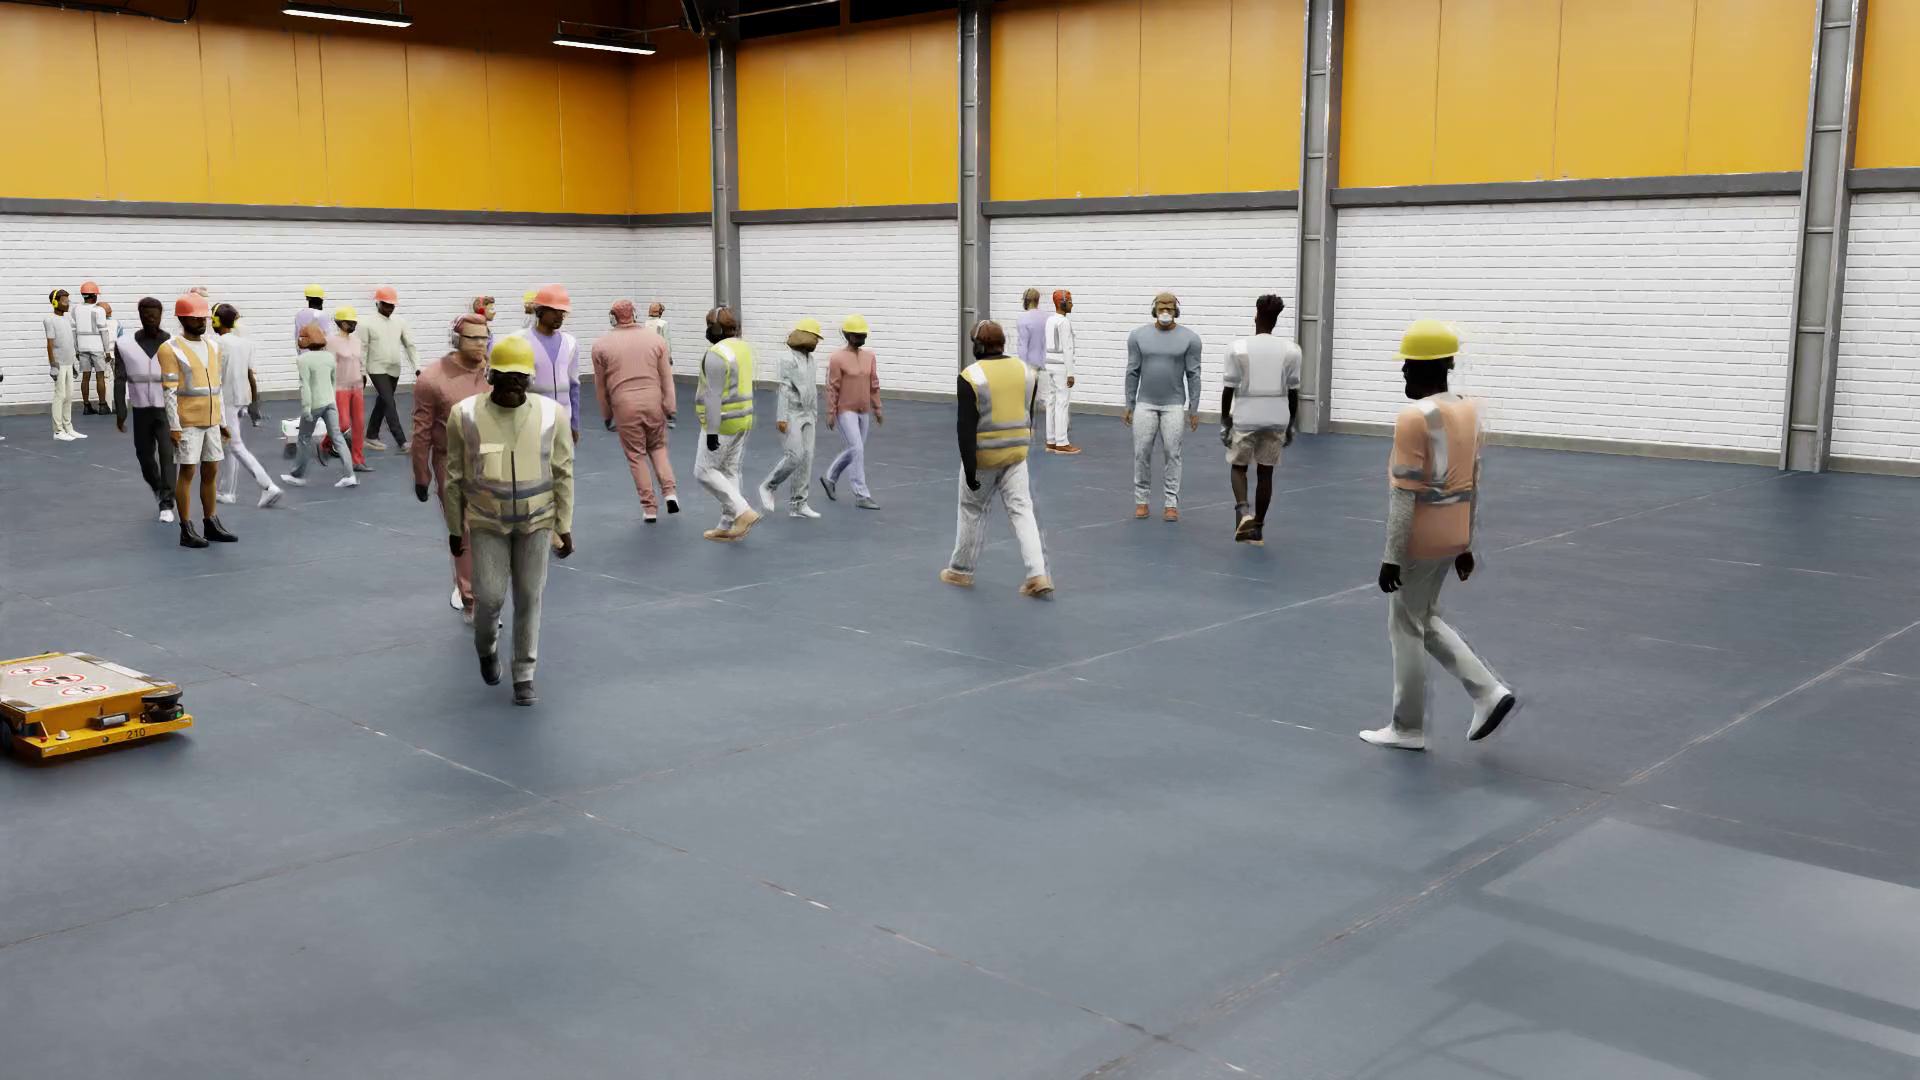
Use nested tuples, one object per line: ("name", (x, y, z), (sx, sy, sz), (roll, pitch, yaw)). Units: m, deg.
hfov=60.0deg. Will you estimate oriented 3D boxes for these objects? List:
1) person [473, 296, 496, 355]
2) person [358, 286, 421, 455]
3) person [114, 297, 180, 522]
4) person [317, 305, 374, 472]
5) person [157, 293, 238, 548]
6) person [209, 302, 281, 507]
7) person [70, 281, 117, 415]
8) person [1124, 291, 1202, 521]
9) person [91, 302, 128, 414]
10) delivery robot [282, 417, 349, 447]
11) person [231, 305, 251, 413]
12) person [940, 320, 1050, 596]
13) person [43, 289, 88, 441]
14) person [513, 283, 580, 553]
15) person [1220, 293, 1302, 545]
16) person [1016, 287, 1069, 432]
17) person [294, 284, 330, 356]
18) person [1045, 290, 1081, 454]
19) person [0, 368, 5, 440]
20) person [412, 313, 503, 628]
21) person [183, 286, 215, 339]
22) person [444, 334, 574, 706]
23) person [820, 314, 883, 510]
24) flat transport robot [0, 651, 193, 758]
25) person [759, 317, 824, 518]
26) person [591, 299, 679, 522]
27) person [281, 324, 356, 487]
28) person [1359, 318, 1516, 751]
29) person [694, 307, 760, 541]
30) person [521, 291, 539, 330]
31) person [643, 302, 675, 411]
("person", (-5.084, -1.671, 17.691), (0.433, 1.834, 0.561), (-2, 9, -10))
("person", (-6.611, -1.953, 19.168), (1.068, 1.938, 0.619), (7, 11, 35))
("person", (-6.847, -1.124, 14.172), (0.606, 1.898, 0.813), (-3, 10, -19))
("person", (-6.435, -1.569, 17.314), (0.529, 1.749, 0.535), (4, 10, 23))
("person", (-5.829, -0.916, 12.748), (0.358, 1.938, 0.542), (4, 10, 22))
("person", (-6.459, -1.203, 14.841), (0.911, 1.837, 0.521), (3, 10, 17))
("person", (-12.599, -2.781, 24.178), (0.551, 1.935, 0.375), (1, 9, 8))
("person", (1.705, -1.125, 14.024), (0.639, 1.937, 0.373), (2, 10, 15))
("person", (-12.447, -2.653, 24.298), (0.315, 1.641, 0.514), (6, 11, 32))
("delivery robot", (-7.263, -1.252, 18.745), (0.707, 0.478, 0.477), (-4, 10, -21))
("person", (-10.681, -2.637, 24.309), (0.525, 1.587, 0.845), (6, 11, 32))
("person", (0.249, -0.536, 10.877), (0.636, 1.799, 0.967), (-5, 11, -30))
("person", (-11.114, -2.166, 20.625), (0.312, 1.865, 0.537), (0, 9, -1))
("person", (-3.157, -0.917, 12.533), (0.651, 2.014, 0.686), (-9, 13, -43))
("person", (2.291, -0.902, 12.665), (0.609, 1.937, 0.482), (0, 9, -1))
("person", (0.947, -2.163, 20.519), (0.966, 1.905, 0.643), (9, 13, 43))
("person", (-8.323, -2.340, 21.502), (0.589, 1.927, 0.387), (5, 11, 29))
("person", (1.170, -1.934, 19.157), (0.355, 1.882, 0.576), (-3, 10, -20))
("person", (-12.025, -2.139, 20.521), (0.526, 1.854, 0.417), (9, 13, 44))
("person", (-2.985, -0.438, 10.041), (0.648, 1.873, 0.850), (-8, 12, -39))
("person", (-10.211, -2.496, 22.608), (0.753, 1.881, 0.664), (-5, 11, -30))
("person", (-2.189, -0.096, 8.102), (0.603, 1.810, 0.517), (-4, 10, -21))
("person", (-1.001, -1.162, 14.891), (0.819, 1.732, 0.533), (9, 13, 43))
("flat transport robot", (-4.230, 0.733, 7.732), (1.431, 0.197, 0.652), (8, 12, 39))
("person", (-1.413, -1.045, 14.205), (0.480, 1.713, 0.520), (6, 11, 31))
("person", (-2.739, -1.079, 13.973), (0.659, 1.863, 0.567), (-4, 10, -23))
("person", (-6.242, -1.299, 16.148), (0.880, 1.585, 0.516), (4, 10, 23))
("person", (2.066, 0.002, 7.198), (0.559, 1.911, 0.589), (8, 12, 40))
("person", (-1.808, -0.875, 12.833), (0.455, 1.824, 0.645), (3, 10, 17))
("person", (-6.179, -2.755, 24.412), (0.758, 1.809, 0.603), (-5, 11, -29))
("person", (-4.462, -2.686, 24.530), (0.518, 1.632, 0.326), (6, 11, 34))
